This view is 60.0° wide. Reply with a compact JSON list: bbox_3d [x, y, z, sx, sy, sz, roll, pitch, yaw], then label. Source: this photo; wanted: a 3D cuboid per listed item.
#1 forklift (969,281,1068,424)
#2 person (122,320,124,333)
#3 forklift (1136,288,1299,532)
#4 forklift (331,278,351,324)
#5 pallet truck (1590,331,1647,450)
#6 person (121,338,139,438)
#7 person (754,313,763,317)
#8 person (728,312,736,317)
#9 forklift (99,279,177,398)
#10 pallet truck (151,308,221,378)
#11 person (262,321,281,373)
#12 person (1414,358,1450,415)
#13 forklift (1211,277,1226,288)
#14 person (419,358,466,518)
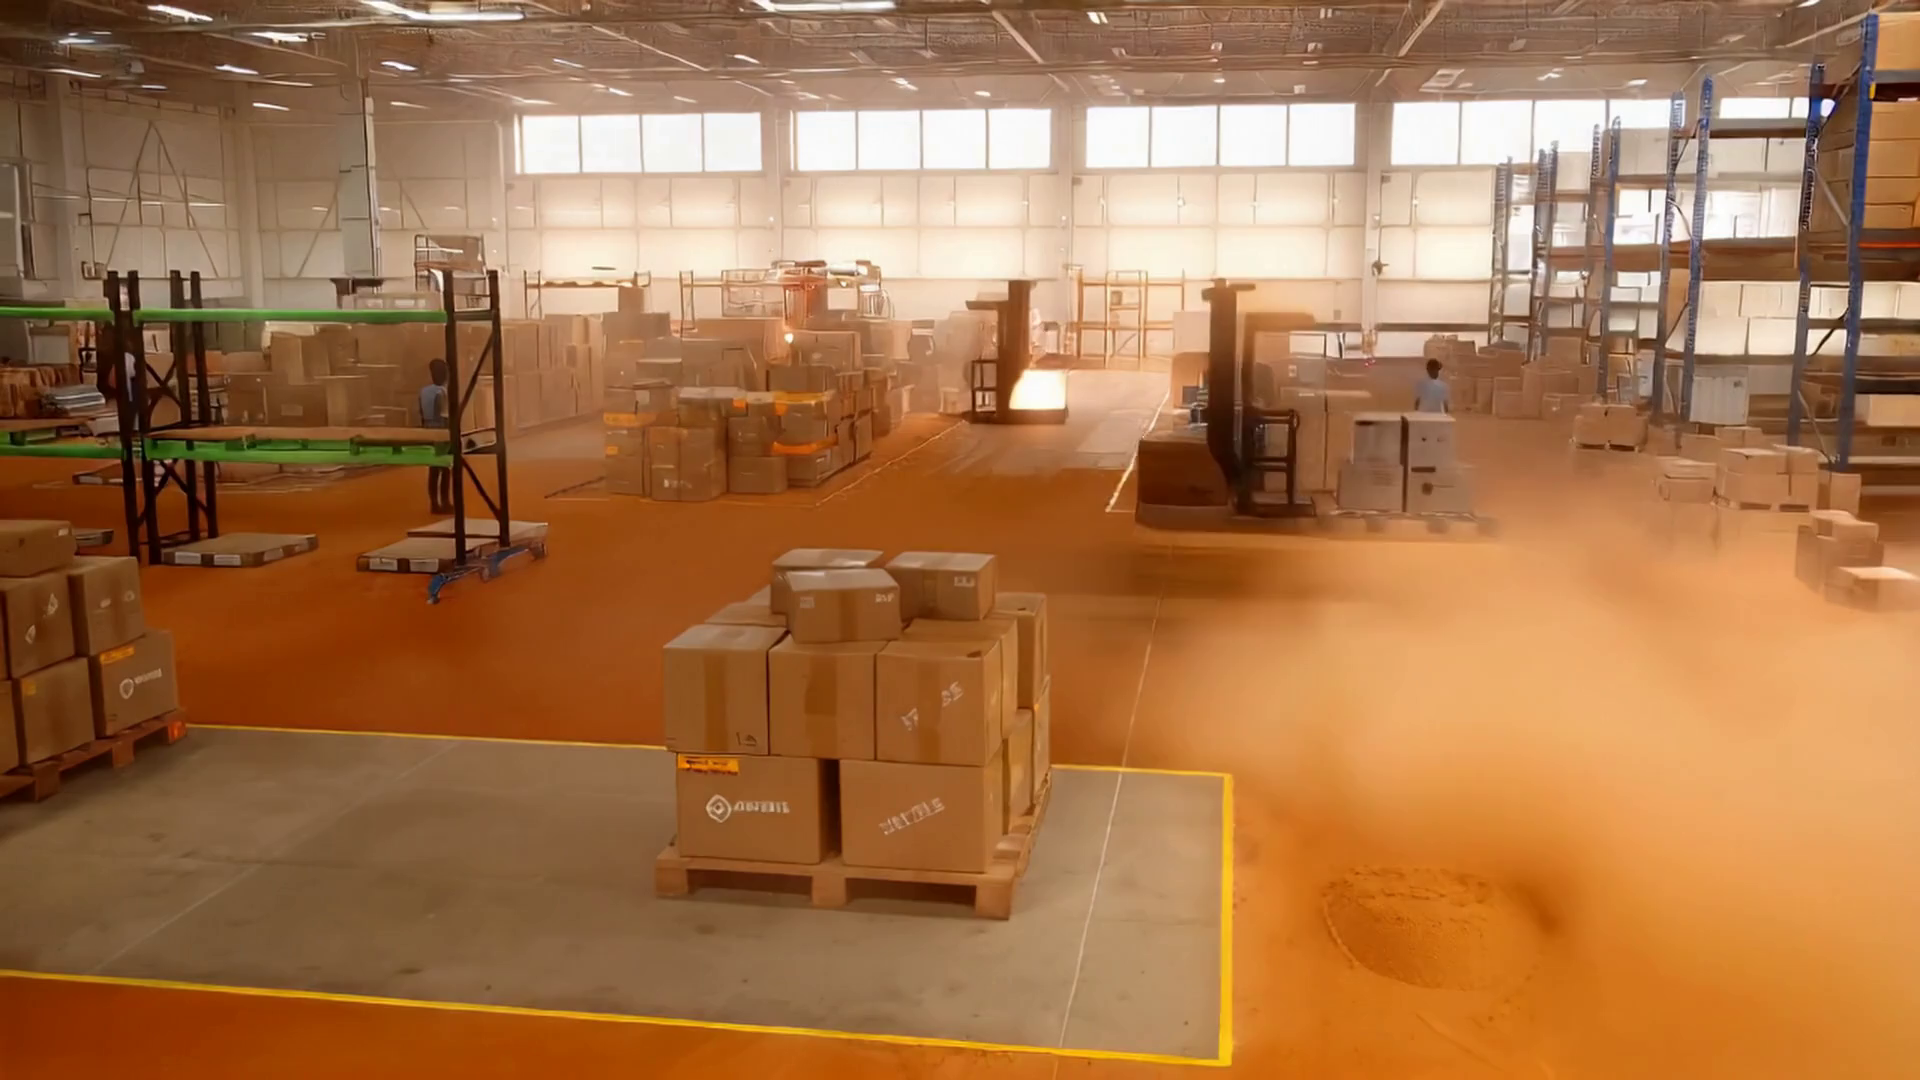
[{"bbox_3d":[1.194,-3.753,33.059,1.873,2.768,1.129,1,9,9],"label":"forklift"},{"bbox_3d":[-25.892,-6.105,51.395,0.313,1.637,0.513,0,9,-1],"label":"person"},{"bbox_3d":[3.050,-1.563,19.555,1.873,2.768,1.129,1,9,9],"label":"forklift"},{"bbox_3d":[-16.123,-5.451,43.530,1.873,2.768,1.129,-3,10,-19],"label":"forklift"},{"bbox_3d":[11.253,-2.573,28.499,0.823,1.965,1.885,5,10,27],"label":"pallet truck"},{"bbox_3d":[-14.570,-2.619,29.252,0.328,1.844,0.513,-2,9,-13],"label":"person"},{"bbox_3d":[-5.356,-5.144,44.679,1.008,1.882,0.561,-2,9,-10],"label":"person"},{"bbox_3d":[-6.205,-5.299,45.657,1.022,1.881,0.654,-4,10,-22],"label":"person"},{"bbox_3d":[-19.606,-4.720,39.027,1.873,2.768,1.129,1,9,9],"label":"forklift"},{"bbox_3d":[-21.869,-5.598,47.154,0.823,1.965,1.885,4,10,26],"label":"pallet truck"},{"bbox_3d":[-17.084,-4.586,41.267,0.572,1.883,0.355,4,10,22],"label":"person"},{"bbox_3d":[6.506,-1.602,23.047,0.513,1.831,0.938,4,10,24],"label":"person"},{"bbox_3d":[7.536,-6.242,48.408,1.873,2.768,1.129,1,9,9],"label":"forklift"},{"bbox_3d":[-6.373,-1.248,20.417,0.613,1.964,0.361,8,12,41],"label":"person"}]
